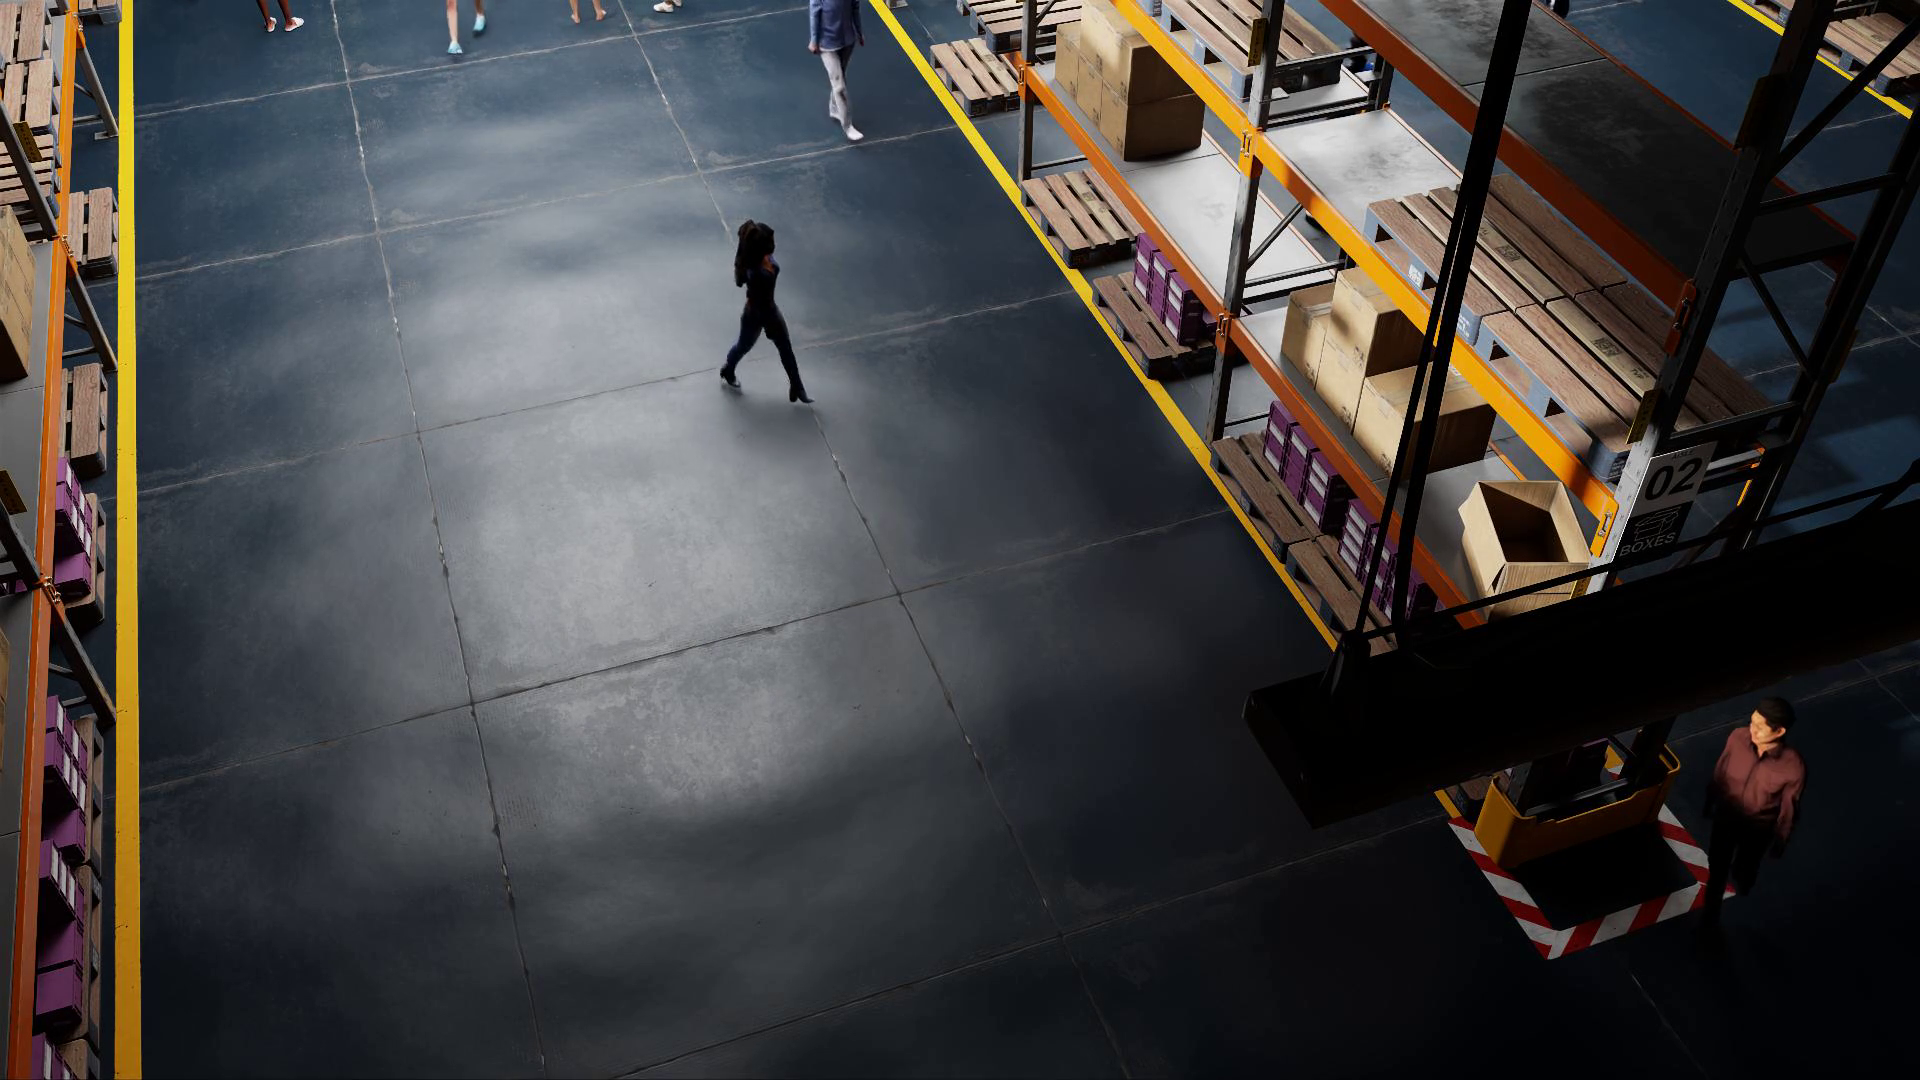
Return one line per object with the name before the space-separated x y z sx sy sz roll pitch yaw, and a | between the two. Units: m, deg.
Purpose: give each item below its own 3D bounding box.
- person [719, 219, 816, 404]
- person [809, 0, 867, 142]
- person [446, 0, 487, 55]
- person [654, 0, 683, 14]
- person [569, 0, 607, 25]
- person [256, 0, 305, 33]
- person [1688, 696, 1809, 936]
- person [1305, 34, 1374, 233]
person | -1.627 -1.741 12.910 1.122 1.572 1.075 17 46 17
person | -1.222 -4.825 15.937 0.878 1.862 1.075 -29 51 -27
person | -5.189 -5.999 17.283 0.923 1.704 1.277 3 44 3
person | -3.196 -6.425 17.895 0.684 1.477 0.640 22 48 21
person | -4.092 -6.334 17.634 0.628 1.707 0.565 -7 44 -8
person | -7.388 -6.206 17.488 0.677 1.721 0.651 1 44 1
person | 4.457 1.520 9.357 0.903 1.752 0.916 33 53 30
person | 3.409 -3.604 14.653 0.657 1.865 0.588 -18 46 -18
